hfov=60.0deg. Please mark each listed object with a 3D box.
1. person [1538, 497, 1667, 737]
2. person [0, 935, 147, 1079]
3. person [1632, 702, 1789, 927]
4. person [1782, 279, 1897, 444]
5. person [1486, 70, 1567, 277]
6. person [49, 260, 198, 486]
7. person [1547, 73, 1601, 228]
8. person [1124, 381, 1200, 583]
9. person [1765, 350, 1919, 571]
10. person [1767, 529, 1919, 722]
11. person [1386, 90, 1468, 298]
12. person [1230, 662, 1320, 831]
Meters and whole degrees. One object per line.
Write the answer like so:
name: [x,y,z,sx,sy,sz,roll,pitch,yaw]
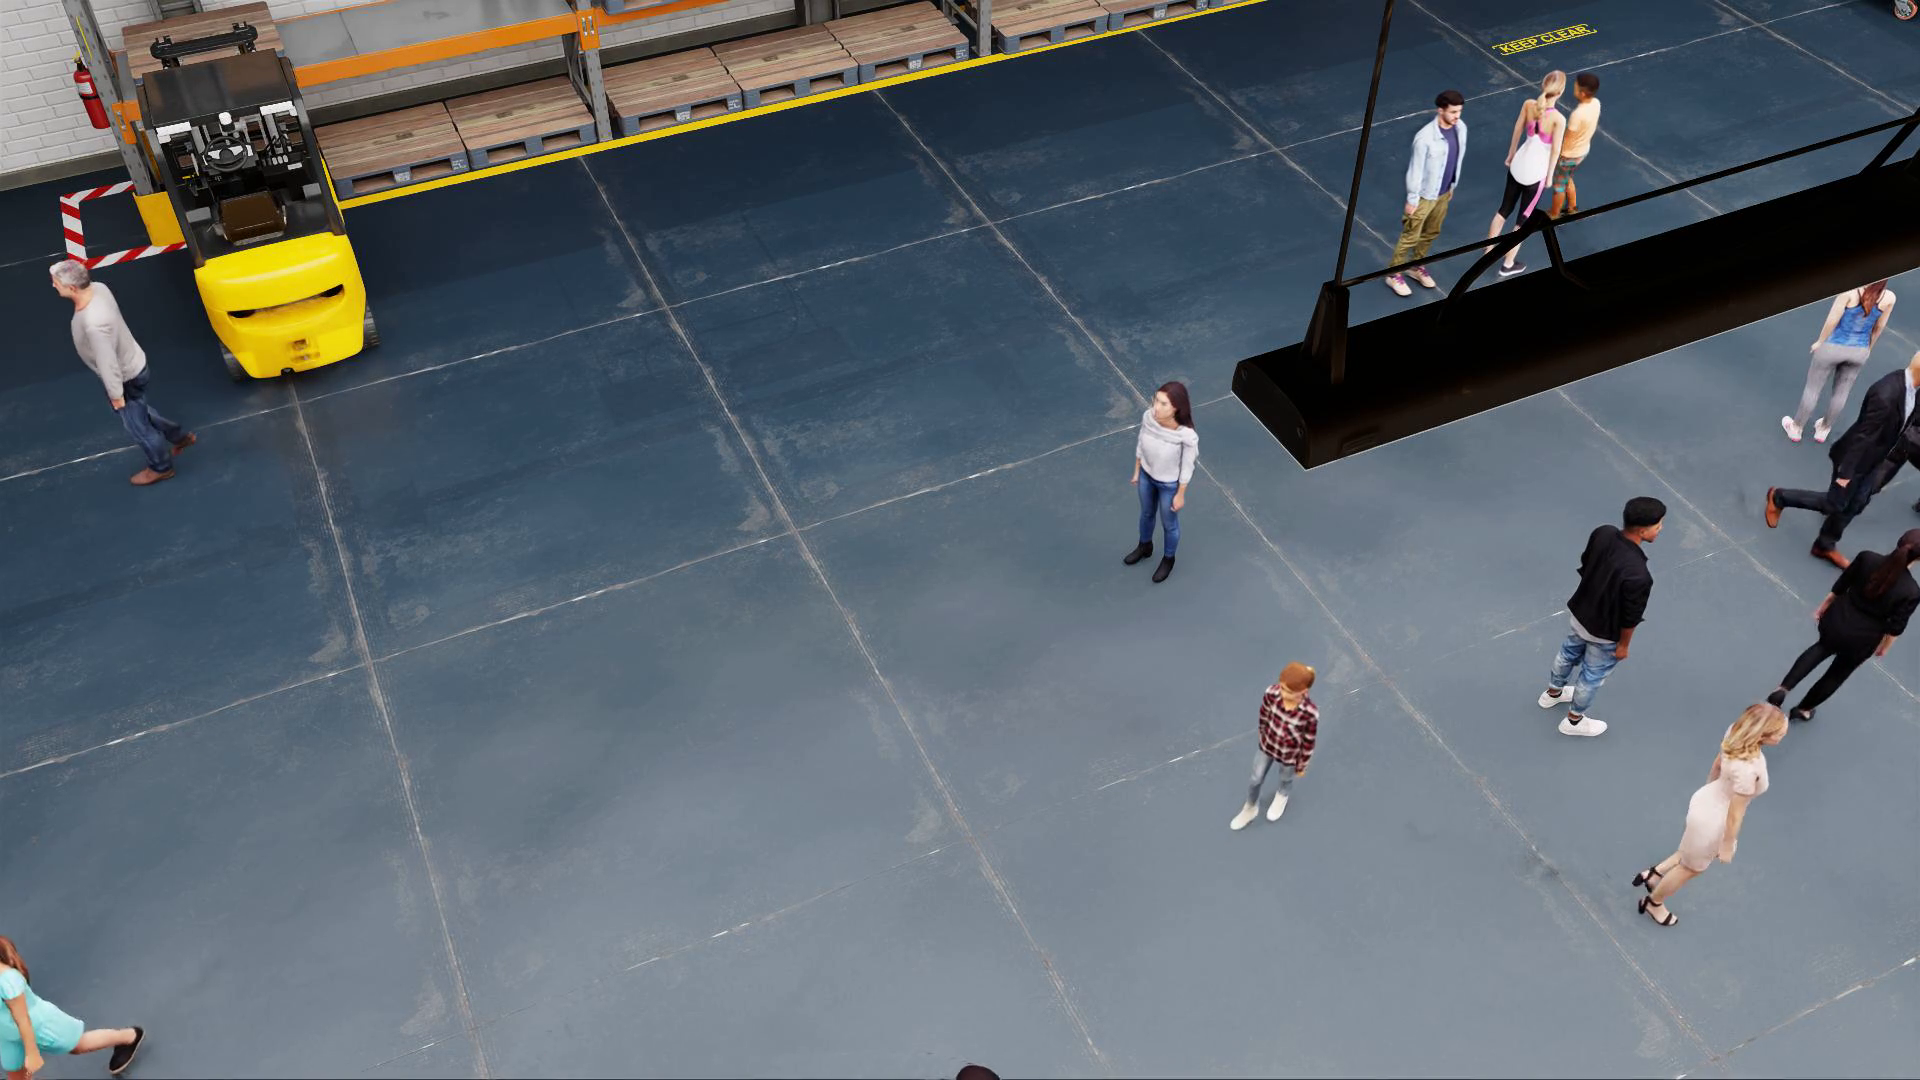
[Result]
person: [3.870,0.458,10.045,0.660,1.803,0.732,-10,44,-10]
person: [-4.545,2.356,8.253,0.954,1.525,1.111,22,48,21]
person: [3.947,1.481,8.960,0.797,1.818,0.736,16,46,16]
person: [6.442,-1.396,12.131,0.626,1.609,0.712,6,44,7]
person: [4.674,-3.020,13.712,0.590,1.781,0.637,-24,49,-23]
person: [-5.823,-1.199,11.712,0.766,1.902,0.752,-15,46,-15]
person: [5.283,-3.303,14.248,0.723,1.451,0.654,33,53,30]
person: [1.351,-0.408,11.077,0.629,1.633,0.666,-35,53,-31]
person: [5.993,-0.607,11.189,0.961,1.767,0.894,-22,48,-21]
person: [5.314,0.590,10.026,0.716,1.639,0.651,-24,49,-23]
person: [3.808,-2.828,13.489,0.535,1.809,0.756,-24,48,-23]
person: [1.920,1.148,9.690,0.691,1.293,0.769,24,49,23]
